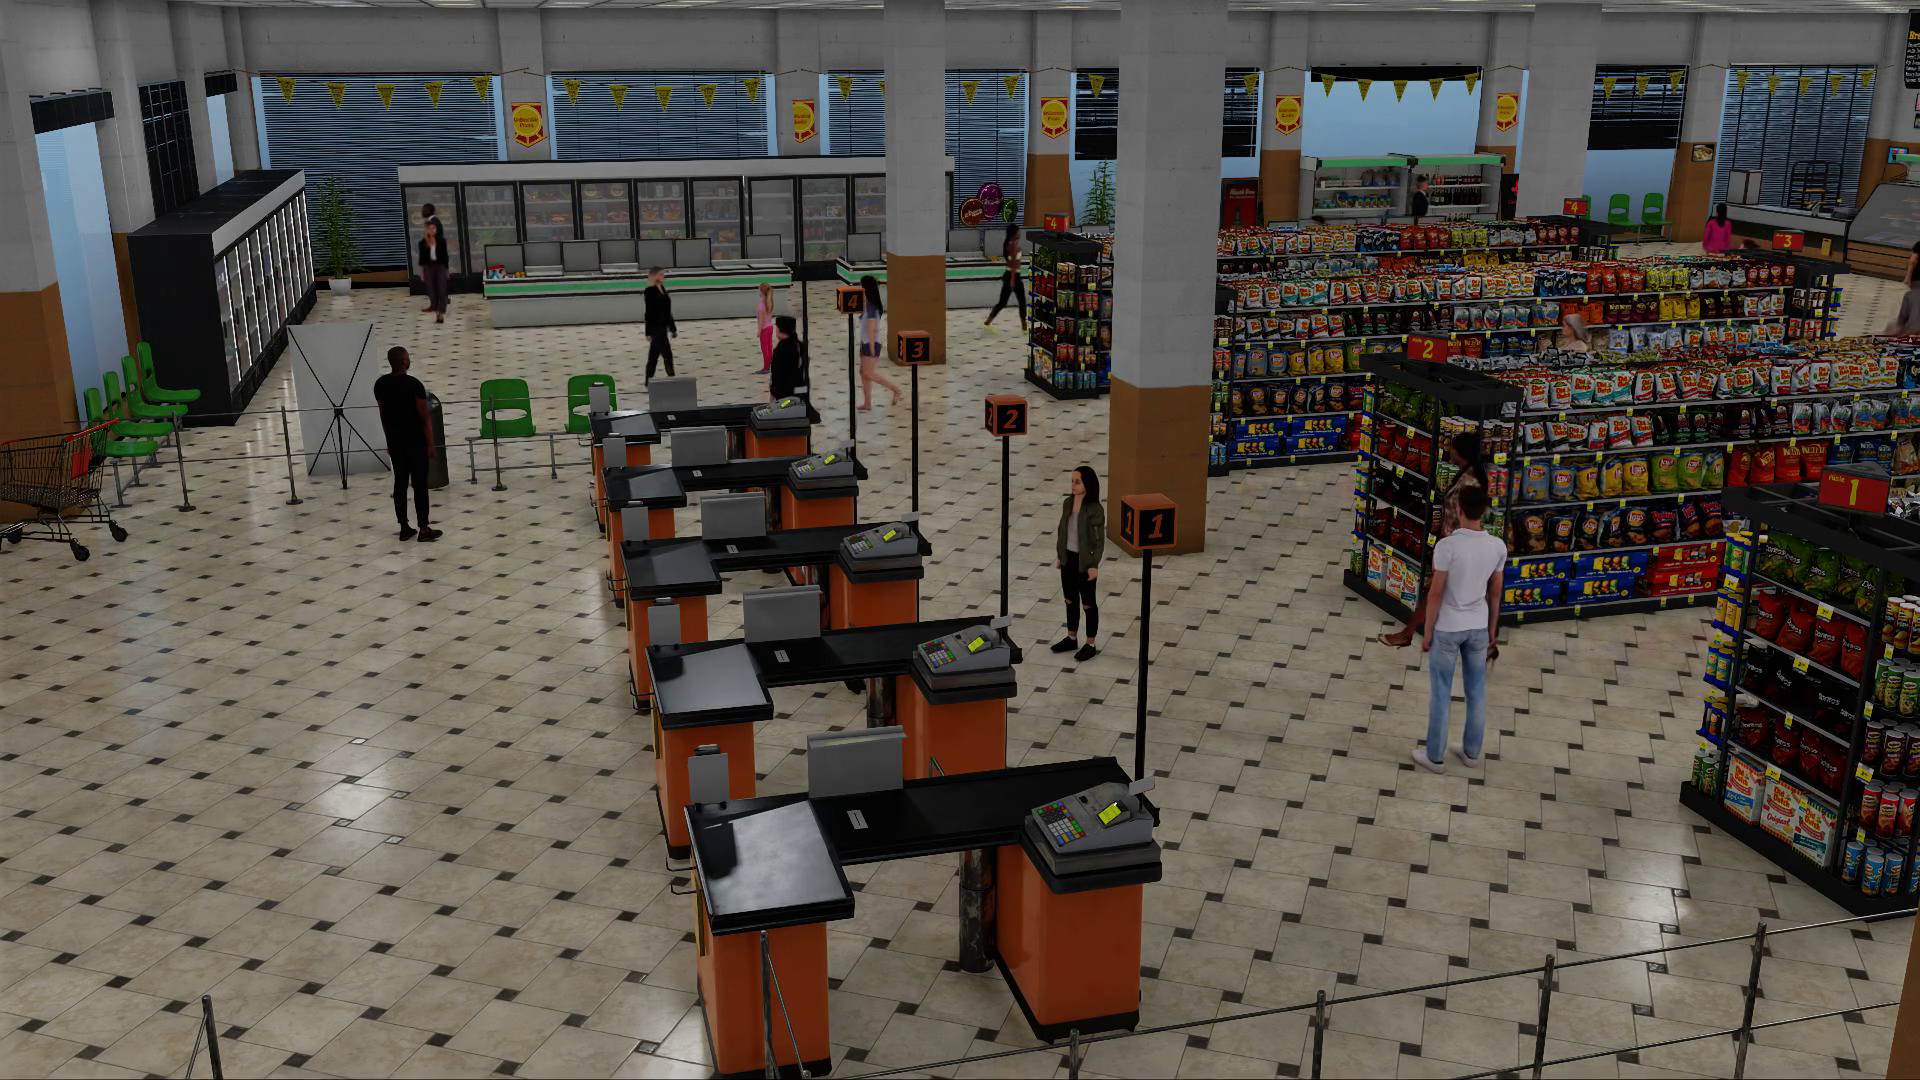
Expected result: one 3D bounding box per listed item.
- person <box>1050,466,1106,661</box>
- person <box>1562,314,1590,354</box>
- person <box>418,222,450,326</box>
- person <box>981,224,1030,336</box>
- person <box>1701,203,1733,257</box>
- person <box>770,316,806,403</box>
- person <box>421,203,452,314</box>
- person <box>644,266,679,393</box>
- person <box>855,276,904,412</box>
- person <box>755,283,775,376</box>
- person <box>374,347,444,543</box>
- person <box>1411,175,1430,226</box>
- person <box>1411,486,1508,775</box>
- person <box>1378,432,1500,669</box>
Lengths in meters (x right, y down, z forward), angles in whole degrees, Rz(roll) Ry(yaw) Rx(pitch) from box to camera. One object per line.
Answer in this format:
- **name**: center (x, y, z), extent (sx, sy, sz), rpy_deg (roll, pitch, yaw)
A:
- **person**: center (0.903, 0.159, 12.496), extent (0.658, 1.476, 0.654), rpy_deg (-15, 22, -40)
- **person**: center (6.475, -1.543, 17.653), extent (0.661, 1.736, 0.669), rpy_deg (1, 17, 4)
- **person**: center (-8.494, -4.290, 26.889), extent (0.984, 1.627, 0.695), rpy_deg (-5, 18, -17)
- **person**: center (0.706, -3.994, 25.759), extent (1.123, 1.717, 0.609), rpy_deg (-6, 18, -18)
- **person**: center (13.378, -5.080, 29.440), extent (1.128, 1.655, 0.994), rpy_deg (4, 17, 13)
- **person**: center (-1.751, -1.546, 17.792), extent (0.849, 1.660, 0.822), rpy_deg (5, 18, 17)
- **person**: center (-8.855, -4.782, 28.183), extent (0.717, 1.815, 0.718), rpy_deg (-4, 17, -12)
- **person**: center (-4.008, -2.698, 21.580), extent (1.038, 1.664, 0.890), rpy_deg (4, 17, 12)
- **person**: center (-1.026, -2.418, 20.612), extent (0.889, 1.691, 0.673), rpy_deg (-2, 17, -5)
- **person**: center (-2.688, -2.934, 23.034), extent (0.638, 1.271, 0.585), rpy_deg (6, 18, 20)
- **person**: center (-5.103, -0.887, 15.350), extent (0.684, 1.820, 0.811), rpy_deg (4, 17, 14)
- **person**: center (8.880, -6.126, 32.377), extent (0.754, 1.950, 0.809), rpy_deg (0, 17, 1)
- **person**: center (3.168, 0.566, 10.510), extent (0.456, 1.851, 0.691), rpy_deg (-4, 17, -14)
- **person**: center (3.753, 0.127, 12.152), extent (1.168, 1.736, 1.012), rpy_deg (6, 18, 19)
